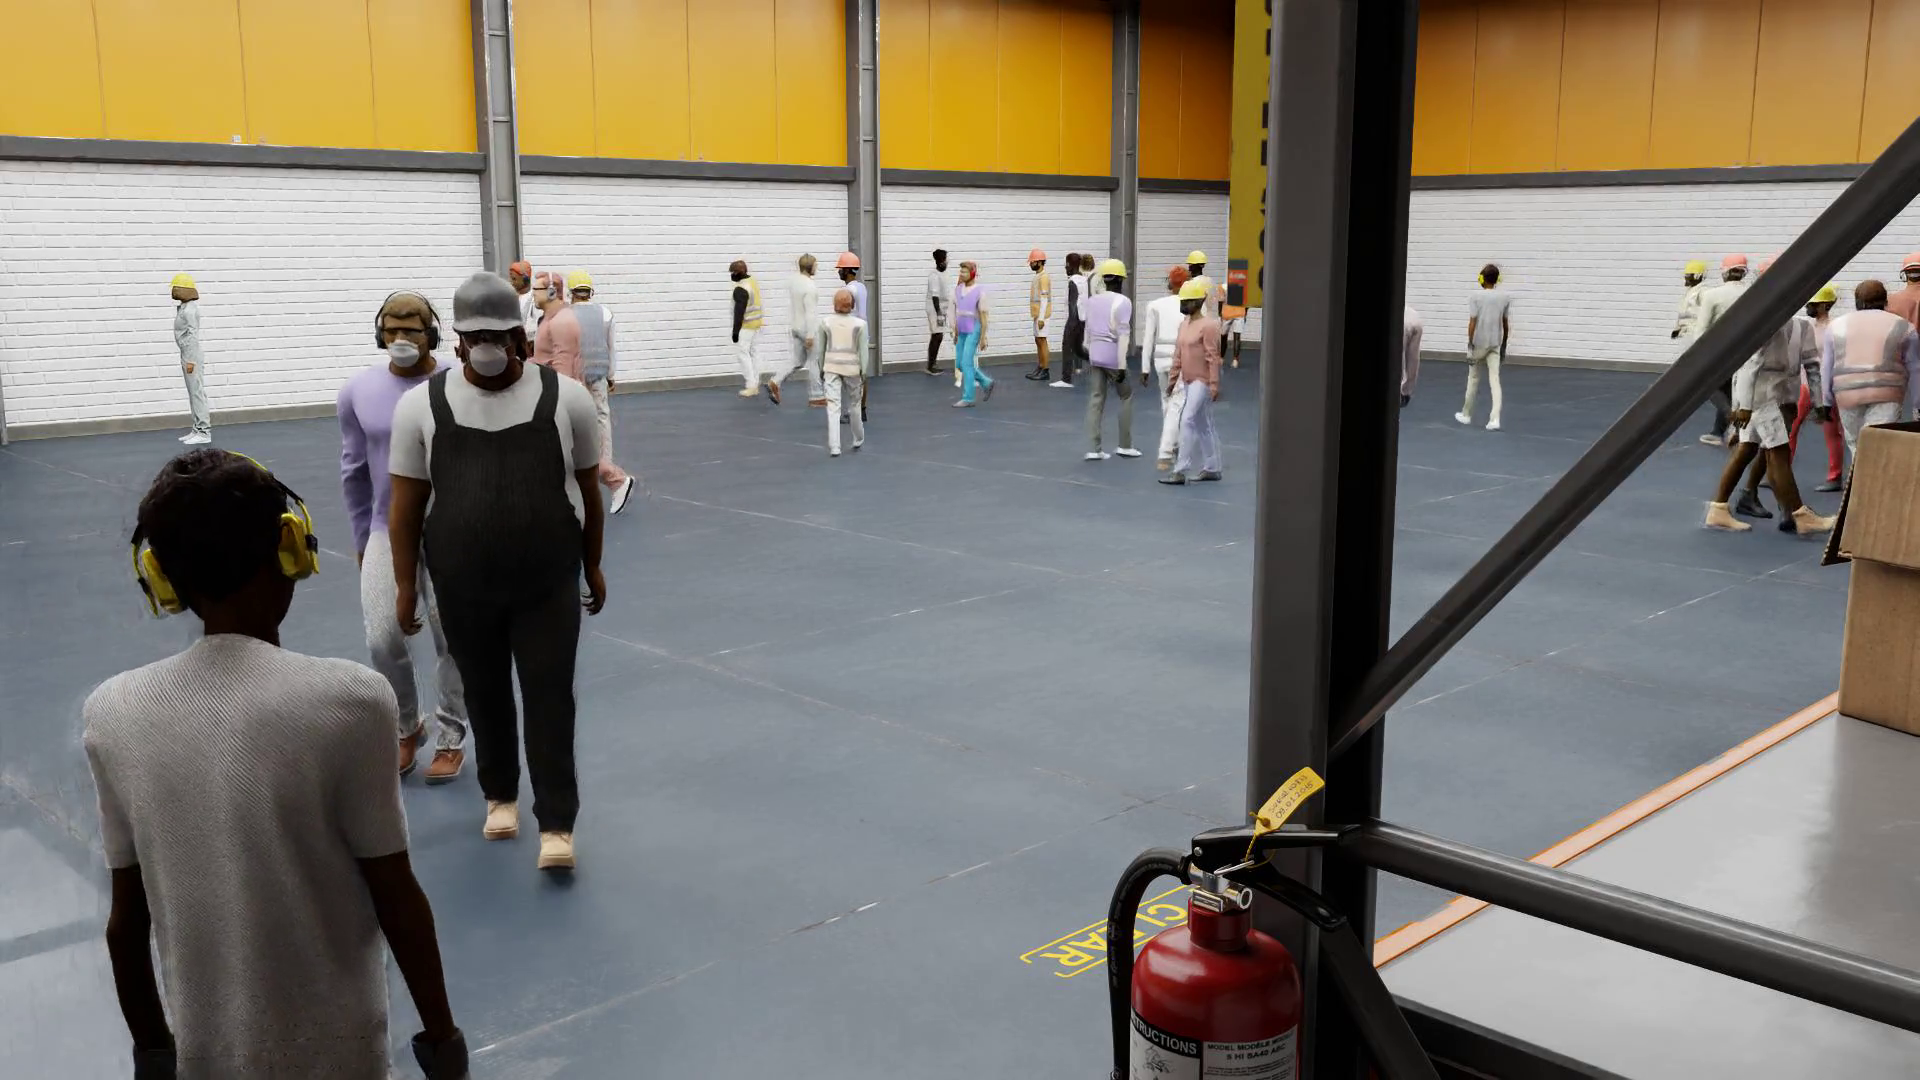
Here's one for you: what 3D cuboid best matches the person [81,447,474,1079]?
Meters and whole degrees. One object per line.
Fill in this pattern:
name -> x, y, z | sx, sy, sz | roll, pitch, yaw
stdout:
person -> -0.994, 0.800, 2.371 | 0.599, 1.821, 0.631 | 3, 11, 16

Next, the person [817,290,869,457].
person -> -1.138, -1.636, 16.287 | 0.516, 1.595, 0.855 | 0, 10, 2

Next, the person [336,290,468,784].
person -> -2.068, 0.008, 6.414 | 0.628, 1.923, 0.450 | -1, 10, -4

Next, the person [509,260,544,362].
person -> -4.236, -1.780, 16.273 | 0.356, 1.887, 0.572 | -8, 13, -39

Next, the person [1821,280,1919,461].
person -> 6.806, -1.026, 12.429 | 0.738, 1.799, 0.778 | 7, 12, 32

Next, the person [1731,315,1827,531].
person -> 5.998, -1.027, 12.233 | 0.609, 1.876, 0.957 | -1, 10, -6

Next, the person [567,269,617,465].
person -> -3.322, -1.463, 14.693 | 0.600, 1.829, 0.404 | -8, 13, -36

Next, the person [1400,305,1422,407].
person -> 3.238, -1.175, 12.978 | 0.696, 1.885, 0.799 | 0, 10, 3

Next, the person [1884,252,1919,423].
person -> 8.300, -1.513, 14.541 | 0.608, 1.986, 0.391 | 4, 11, 18

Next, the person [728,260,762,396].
person -> -2.870, -2.837, 22.288 | 0.433, 1.808, 0.740 | 2, 11, 9

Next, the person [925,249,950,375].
person -> -0.356, -3.485, 25.469 | 0.418, 1.928, 0.684 | 2, 11, 9

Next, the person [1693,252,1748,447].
person -> 7.734, -1.896, 16.677 | 0.604, 1.972, 0.818 | -2, 11, -9

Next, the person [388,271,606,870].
person -> -1.556, 0.101, 5.593 | 0.707, 2.000, 0.922 | -2, 11, -11

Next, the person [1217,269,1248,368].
person -> 4.404, -3.625, 26.951 | 0.545, 1.646, 0.867 | -1, 10, -3

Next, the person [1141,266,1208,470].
person -> 2.035, -1.605, 15.421 | 0.576, 1.834, 1.012 | 6, 12, 29

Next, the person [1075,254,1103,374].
person -> 1.951, -3.455, 25.517 | 0.514, 1.844, 0.328 | 3, 11, 13

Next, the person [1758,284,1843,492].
person -> 7.043, -1.250, 13.799 | 0.801, 1.738, 0.539 | -2, 11, -12

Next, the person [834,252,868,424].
person -> -1.243, -2.288, 18.898 | 0.368, 1.939, 0.542 | 3, 11, 15

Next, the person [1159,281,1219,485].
person -> 1.939, -1.335, 14.252 | 0.778, 1.734, 0.550 | -4, 11, -21

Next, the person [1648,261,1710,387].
person -> 9.707, -2.822, 22.210 | 0.925, 1.783, 0.590 | 2, 11, 10

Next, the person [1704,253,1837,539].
person -> 5.814, -1.004, 11.741 | 0.919, 2.001, 0.628 | 5, 12, 25

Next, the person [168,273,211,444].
person -> -7.934, -1.863, 17.110 | 0.286, 1.746, 0.489 | -6, 12, -30

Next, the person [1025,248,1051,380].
person -> 1.164, -3.332, 24.601 | 0.364, 1.937, 0.543 | -2, 11, -8

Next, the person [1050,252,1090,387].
person -> 1.687, -3.083, 23.353 | 0.749, 1.896, 0.604 | 3, 11, 18

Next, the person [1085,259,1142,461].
person -> 1.463, -1.714, 15.854 | 0.592, 1.898, 0.729 | 10, 14, 44

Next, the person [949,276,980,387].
person -> 0.089, -2.974, 23.473 | 0.497, 1.633, 0.285 | 1, 10, 4

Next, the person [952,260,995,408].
person -> 0.163, -2.561, 20.696 | 0.604, 1.824, 0.589 | -7, 12, -33

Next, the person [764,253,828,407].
person -> -1.986, -2.585, 20.575 | 0.799, 1.921, 0.629 | -7, 12, -32

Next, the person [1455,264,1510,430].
person -> 5.849, -2.148, 18.477 | 0.543, 1.819, 0.997 | -1, 10, -6

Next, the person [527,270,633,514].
person -> -2.962, -1.091, 12.559 | 0.832, 1.882, 0.655 | -4, 11, -21

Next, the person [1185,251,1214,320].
person -> 3.100, -2.814, 21.795 | 0.369, 1.928, 0.586 | 6, 12, 32
